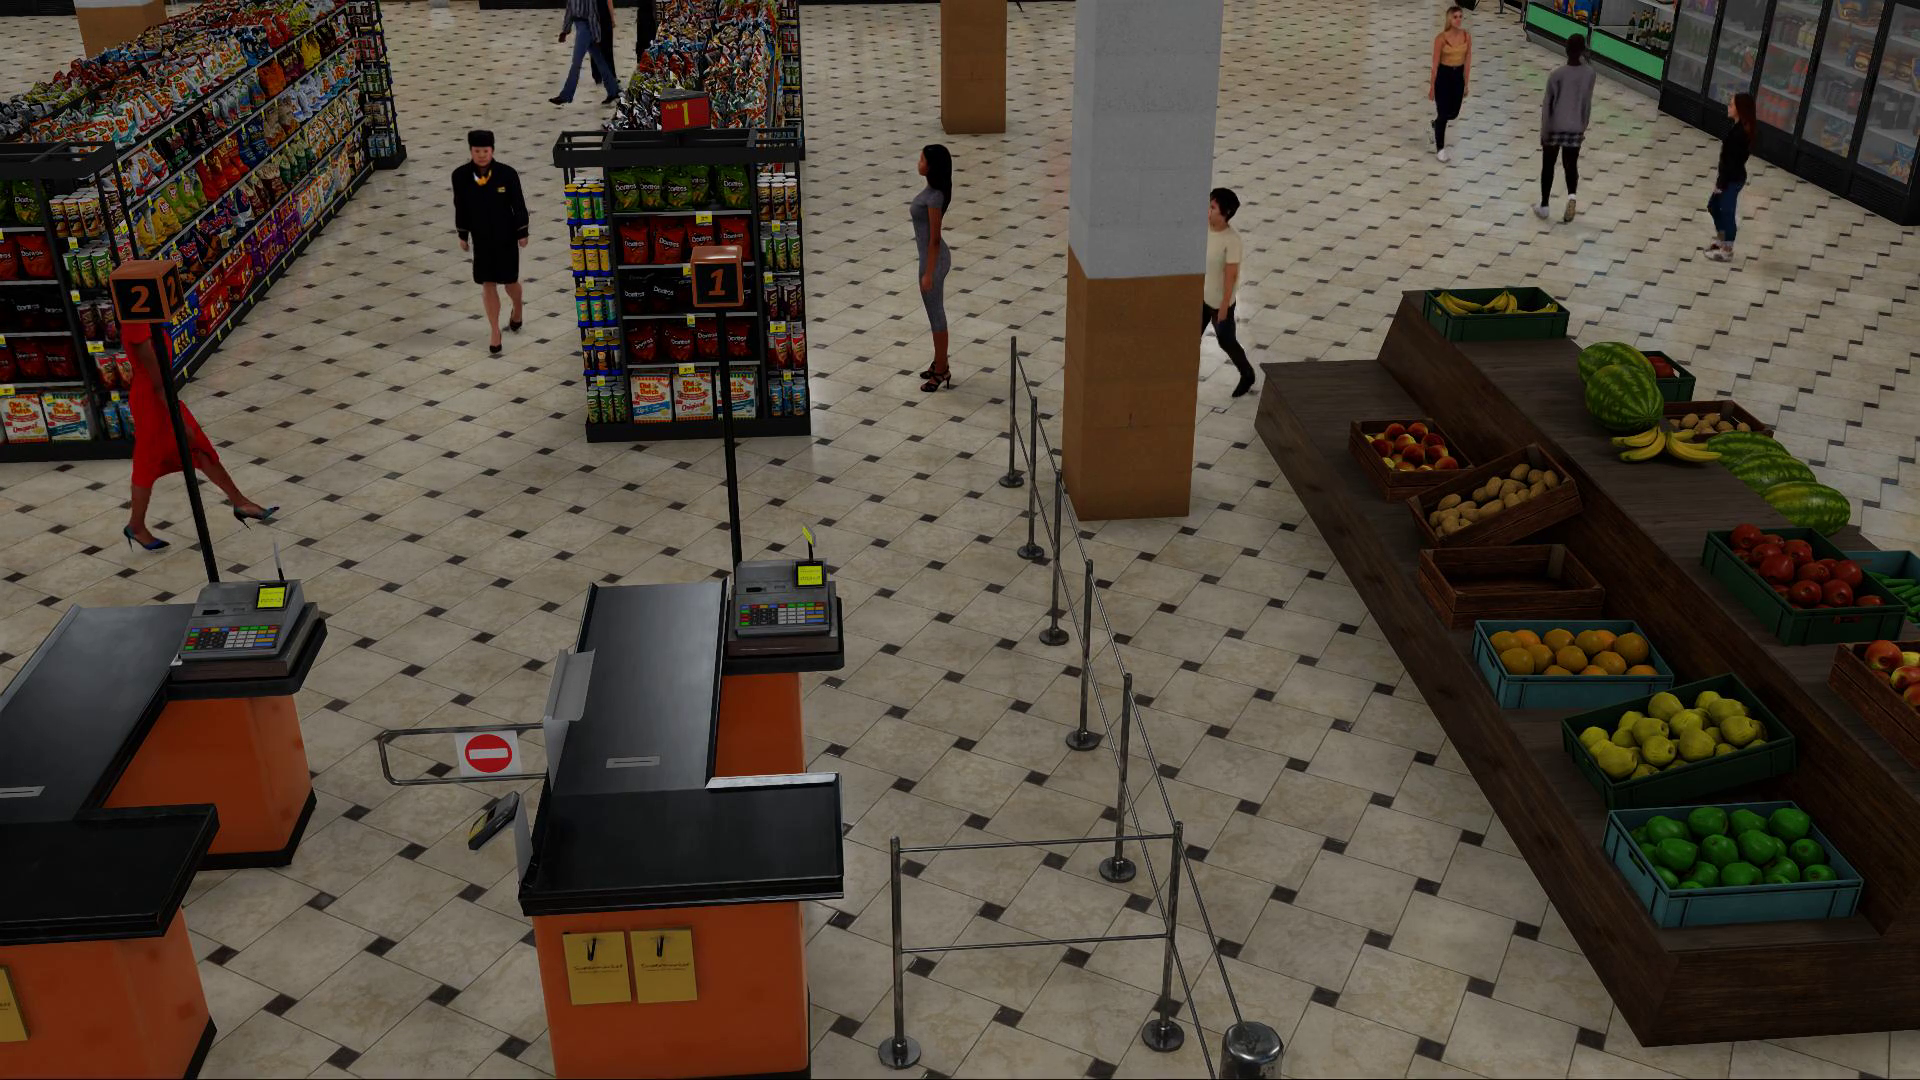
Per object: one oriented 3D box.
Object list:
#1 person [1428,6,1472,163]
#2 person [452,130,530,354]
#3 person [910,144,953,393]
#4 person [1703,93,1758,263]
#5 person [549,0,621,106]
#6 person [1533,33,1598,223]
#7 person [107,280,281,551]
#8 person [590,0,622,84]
[{"bbox_3d":[5.274,-4.959,18.024,0.637,1.619,0.913,-6,28,-12],"label":"person"},{"bbox_3d":[-3.558,-2.322,12.779,0.703,1.659,0.879,-2,27,-4],"label":"person"},{"bbox_3d":[-0.180,-1.944,11.900,0.660,1.781,0.480,0,27,1],"label":"person"},{"bbox_3d":[6.906,-3.187,14.693,0.718,1.471,0.615,12,29,22],"label":"person"},{"bbox_3d":[-4.450,-6.121,20.177,1.020,1.743,1.189,-15,30,-27],"label":"person"},{"bbox_3d":[5.728,-3.842,15.673,0.724,1.753,1.060,1,27,2],"label":"person"},{"bbox_3d":[-4.676,-0.693,9.518,0.839,1.703,1.087,-9,28,-17],"label":"person"},{"bbox_3d":[-4.674,-6.724,21.519,0.644,1.606,0.627,8,28,15],"label":"person"}]
